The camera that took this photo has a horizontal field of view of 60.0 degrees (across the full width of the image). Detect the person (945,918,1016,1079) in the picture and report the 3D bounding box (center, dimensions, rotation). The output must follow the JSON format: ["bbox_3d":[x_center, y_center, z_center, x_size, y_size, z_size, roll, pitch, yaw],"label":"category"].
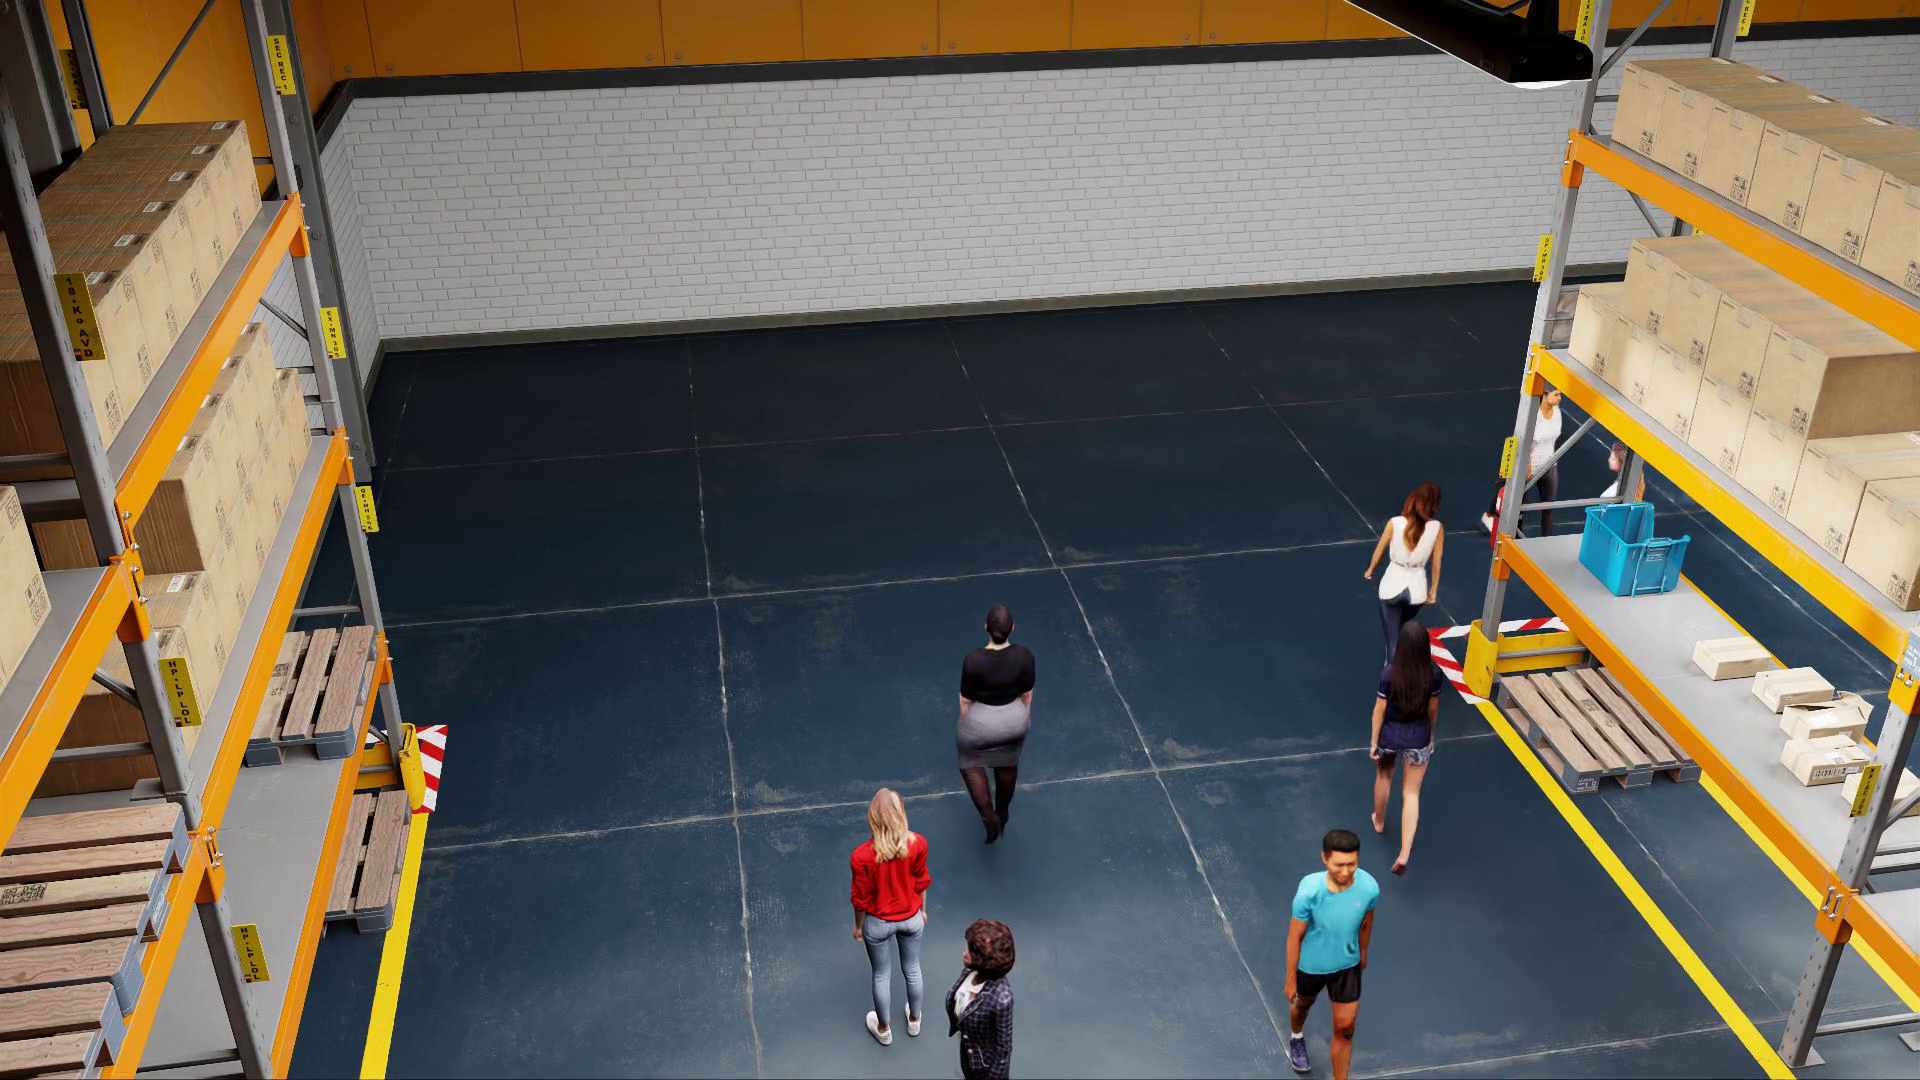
[{"bbox_3d":[0.127,2.596,8.430,0.702,1.702,0.526,-9,30,-15],"label":"person"}]

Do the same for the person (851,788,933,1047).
[{"bbox_3d":[-0.380,2.116,9.307,0.649,1.705,0.561,-10,30,-17],"label":"person"}]

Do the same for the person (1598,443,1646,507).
[{"bbox_3d":[5.172,0.077,13.006,0.832,1.742,0.772,20,35,33],"label":"person"}]

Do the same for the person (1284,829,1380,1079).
[{"bbox_3d":[1.960,2.233,9.052,0.702,1.744,1.006,-3,29,-5],"label":"person"}]

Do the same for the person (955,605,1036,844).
[{"bbox_3d":[0.250,1.255,10.840,0.712,1.749,0.834,-7,29,-13],"label":"person"}]

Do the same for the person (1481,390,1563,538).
[{"bbox_3d":[4.930,-0.662,14.509,0.765,1.601,1.172,-13,31,-22],"label":"person"}]

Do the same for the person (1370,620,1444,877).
[{"bbox_3d":[2.857,1.345,10.684,0.812,1.740,1.125,4,29,8],"label":"person"}]

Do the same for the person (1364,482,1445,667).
[{"bbox_3d":[3.299,0.451,12.318,0.769,1.745,1.032,0,29,-1],"label":"person"}]
